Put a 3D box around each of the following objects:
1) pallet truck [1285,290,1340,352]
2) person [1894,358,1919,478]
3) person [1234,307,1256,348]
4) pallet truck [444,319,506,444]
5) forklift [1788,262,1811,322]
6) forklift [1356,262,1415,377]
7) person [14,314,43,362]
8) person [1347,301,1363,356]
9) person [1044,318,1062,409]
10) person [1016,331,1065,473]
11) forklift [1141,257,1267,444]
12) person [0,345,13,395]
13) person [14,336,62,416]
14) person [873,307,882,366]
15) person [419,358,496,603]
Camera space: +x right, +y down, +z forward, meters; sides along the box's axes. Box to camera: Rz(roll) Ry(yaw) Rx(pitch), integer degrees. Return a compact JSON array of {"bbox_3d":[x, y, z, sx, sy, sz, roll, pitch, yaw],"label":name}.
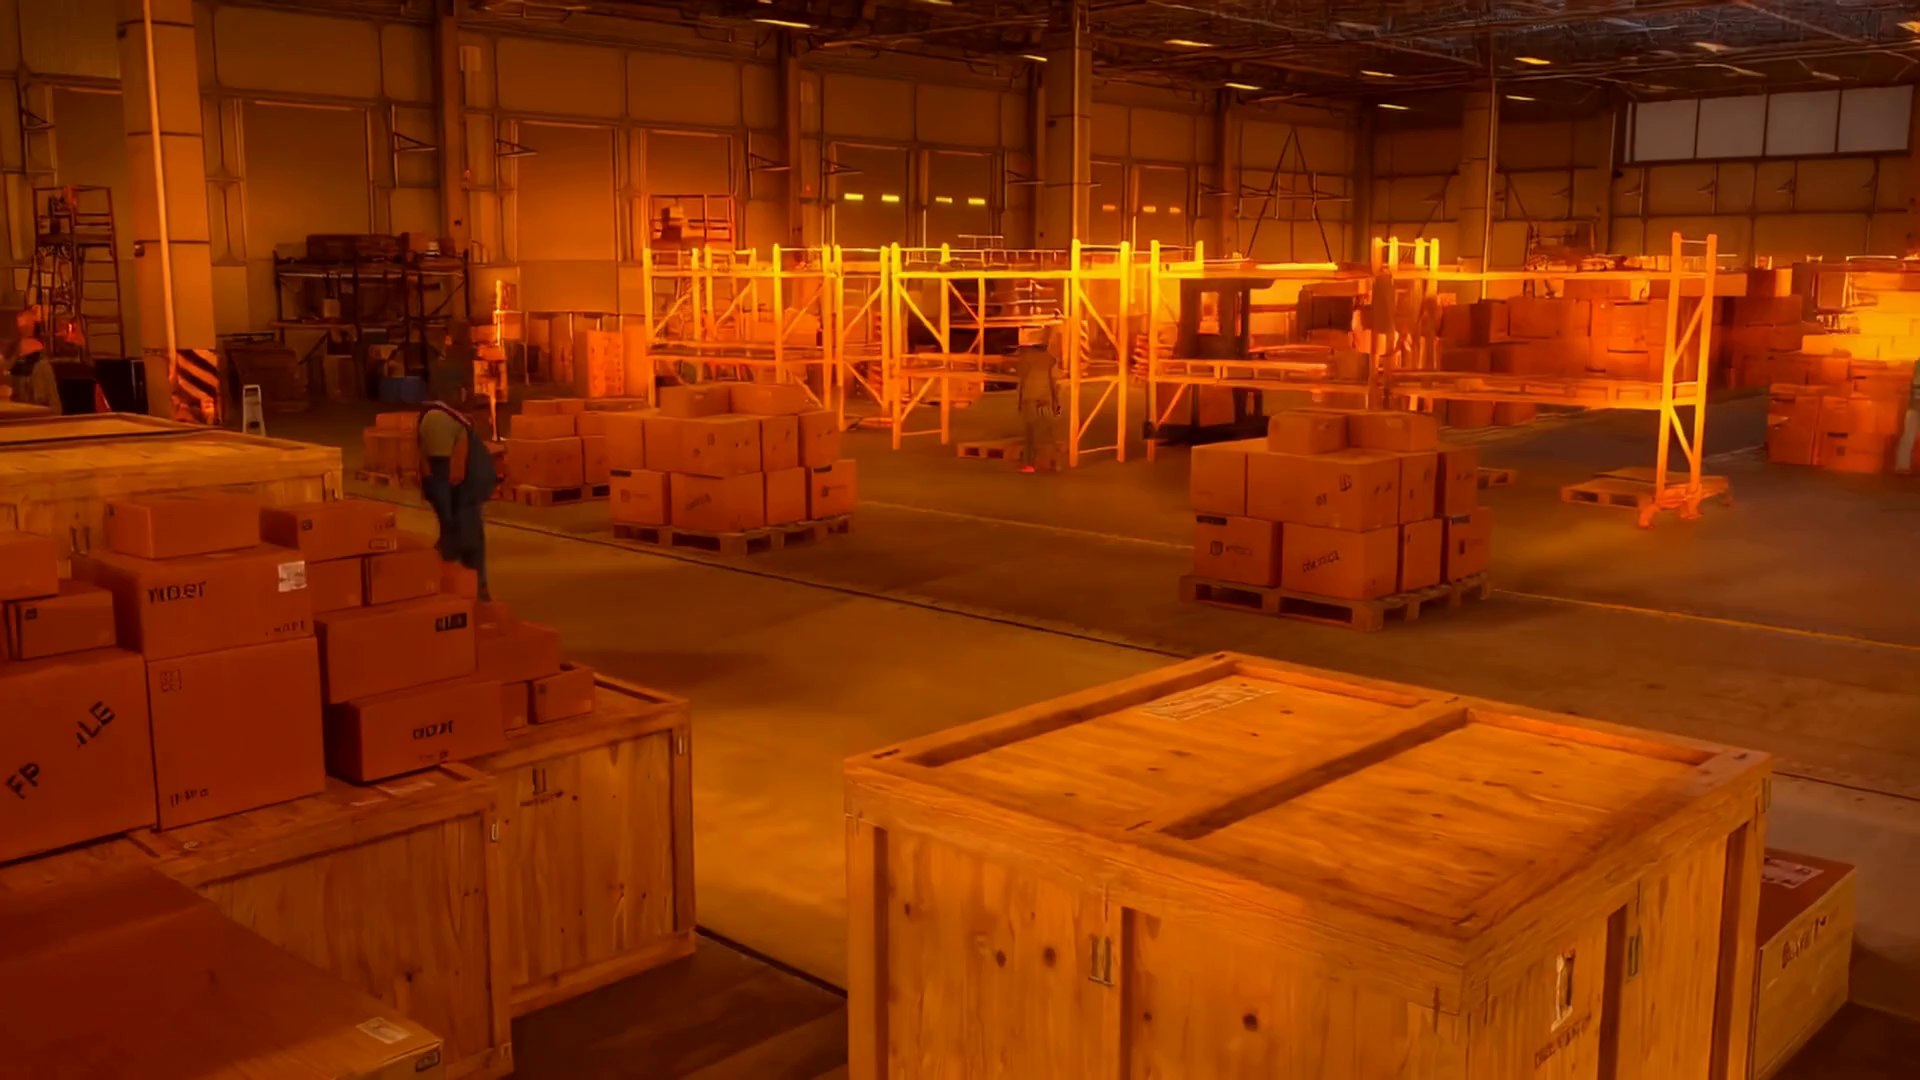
[{"bbox_3d":[11.297,-6.951,52.861,1.885,1.965,0.823,-5,11,-29],"label":"pallet truck"},{"bbox_3d":[12.377,-1.674,21.149,0.960,1.782,0.629,-3,10,-18],"label":"person"},{"bbox_3d":[5.436,-3.556,32.279,0.658,1.921,0.442,6,11,33],"label":"person"},{"bbox_3d":[-6.981,-1.942,22.150,1.885,1.965,0.823,1,9,9],"label":"pallet truck"},{"bbox_3d":[21.878,-5.862,43.487,1.873,2.768,1.129,7,11,36],"label":"forklift"},{"bbox_3d":[10.597,-5.399,40.648,1.129,2.768,1.873,7,12,38],"label":"forklift"},{"bbox_3d":[-14.778,-2.618,26.473,0.365,1.939,0.542,-6,11,-32],"label":"person"},{"bbox_3d":[12.043,-6.438,50.714,0.594,1.675,0.546,0,9,-2],"label":"person"},{"bbox_3d":[1.735,-3.331,31.479,0.490,1.735,0.324,-5,11,-30],"label":"person"},{"bbox_3d":[1.046,-1.775,21.615,0.686,1.846,0.406,3,10,16],"label":"person"},{"bbox_3d":[3.762,-2.942,25.579,1.129,2.768,1.873,9,13,43],"label":"forklift"},{"bbox_3d":[-14.704,-2.385,25.164,0.663,1.898,0.536,3,10,15],"label":"person"},{"bbox_3d":[-10.824,-1.475,19.651,0.498,1.878,0.647,-3,10,-20],"label":"person"},{"bbox_3d":[-2.168,-5.387,44.405,0.313,1.633,0.519,-1,9,-7],"label":"person"},{"bbox_3d":[-3.855,-0.377,12.423,0.868,2.000,0.685,-2,10,-14],"label":"person"}]
